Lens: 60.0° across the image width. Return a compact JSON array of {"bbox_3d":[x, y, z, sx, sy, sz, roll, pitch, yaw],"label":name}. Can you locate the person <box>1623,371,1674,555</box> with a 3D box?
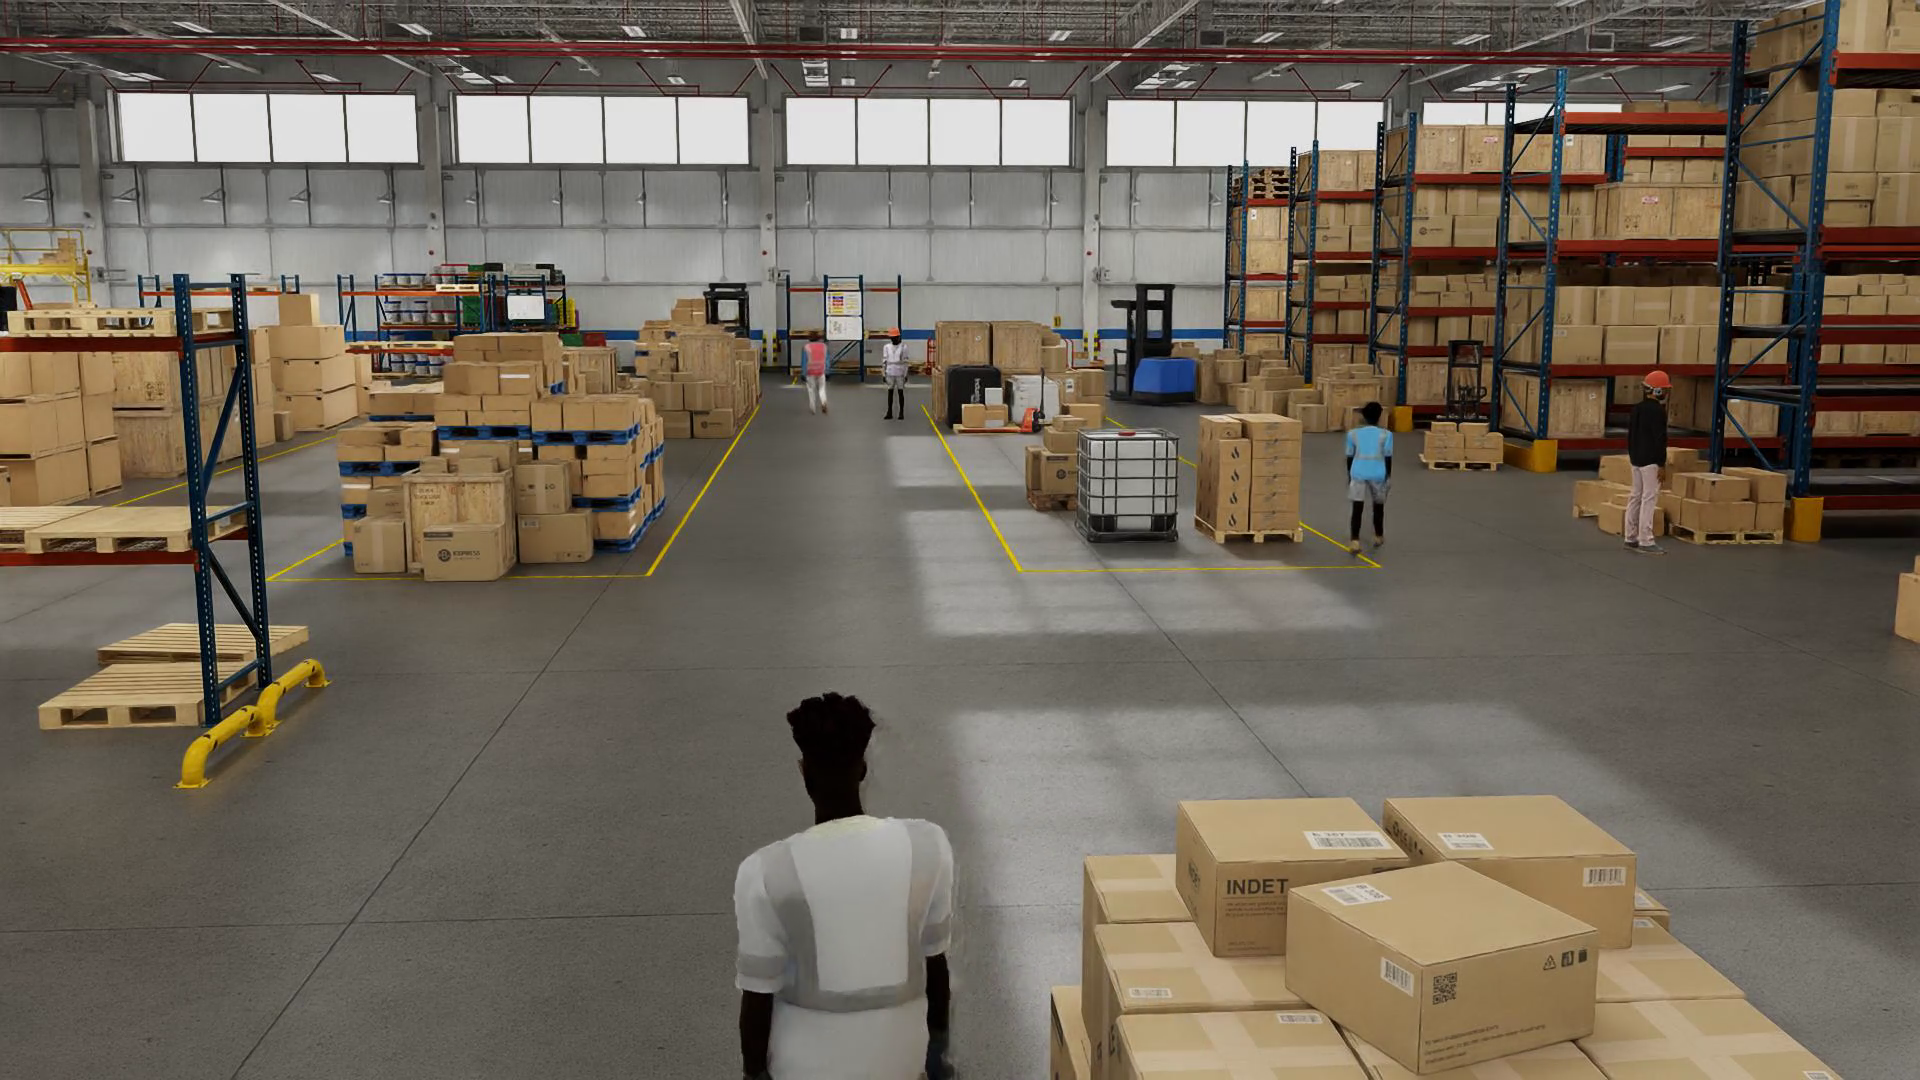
[{"bbox_3d":[7.509,-0.845,18.104,0.397,1.992,0.623,-1,9,-8],"label":"person"}]

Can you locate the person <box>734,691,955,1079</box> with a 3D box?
[{"bbox_3d":[-0.283,1.366,4.362,0.610,1.944,0.644,-3,9,-17],"label":"person"}]

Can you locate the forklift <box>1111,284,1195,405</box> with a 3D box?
[{"bbox_3d":[4.574,-4.631,39.106,1.129,2.768,1.873,-6,11,-31],"label":"forklift"}]

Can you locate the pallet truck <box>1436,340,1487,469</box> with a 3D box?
[{"bbox_3d":[8.004,-2.170,26.422,0.823,1.965,1.885,2,9,14],"label":"pallet truck"}]

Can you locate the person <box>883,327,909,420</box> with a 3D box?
[{"bbox_3d":[-1.359,-3.484,34.862,0.551,1.934,0.372,2,9,13],"label":"person"}]

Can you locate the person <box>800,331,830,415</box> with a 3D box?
[{"bbox_3d":[-3.143,-3.613,35.990,0.656,1.830,0.435,-4,10,-24],"label":"person"}]

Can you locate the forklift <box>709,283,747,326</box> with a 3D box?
[{"bbox_3d":[-5.841,-5.095,42.020,1.129,2.768,1.873,-1,9,-4],"label":"forklift"}]

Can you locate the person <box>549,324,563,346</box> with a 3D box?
[{"bbox_3d":[-9.435,-4.028,38.400,0.640,1.904,0.912,2,9,12],"label":"person"}]

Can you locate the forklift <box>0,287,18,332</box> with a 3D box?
[{"bbox_3d":[-16.254,-2.887,28.159,1.873,2.768,1.129,-1,9,-4],"label":"forklift"}]

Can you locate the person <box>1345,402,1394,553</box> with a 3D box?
[{"bbox_3d":[4.477,-0.687,18.231,0.542,1.631,0.948,4,10,24],"label":"person"}]
